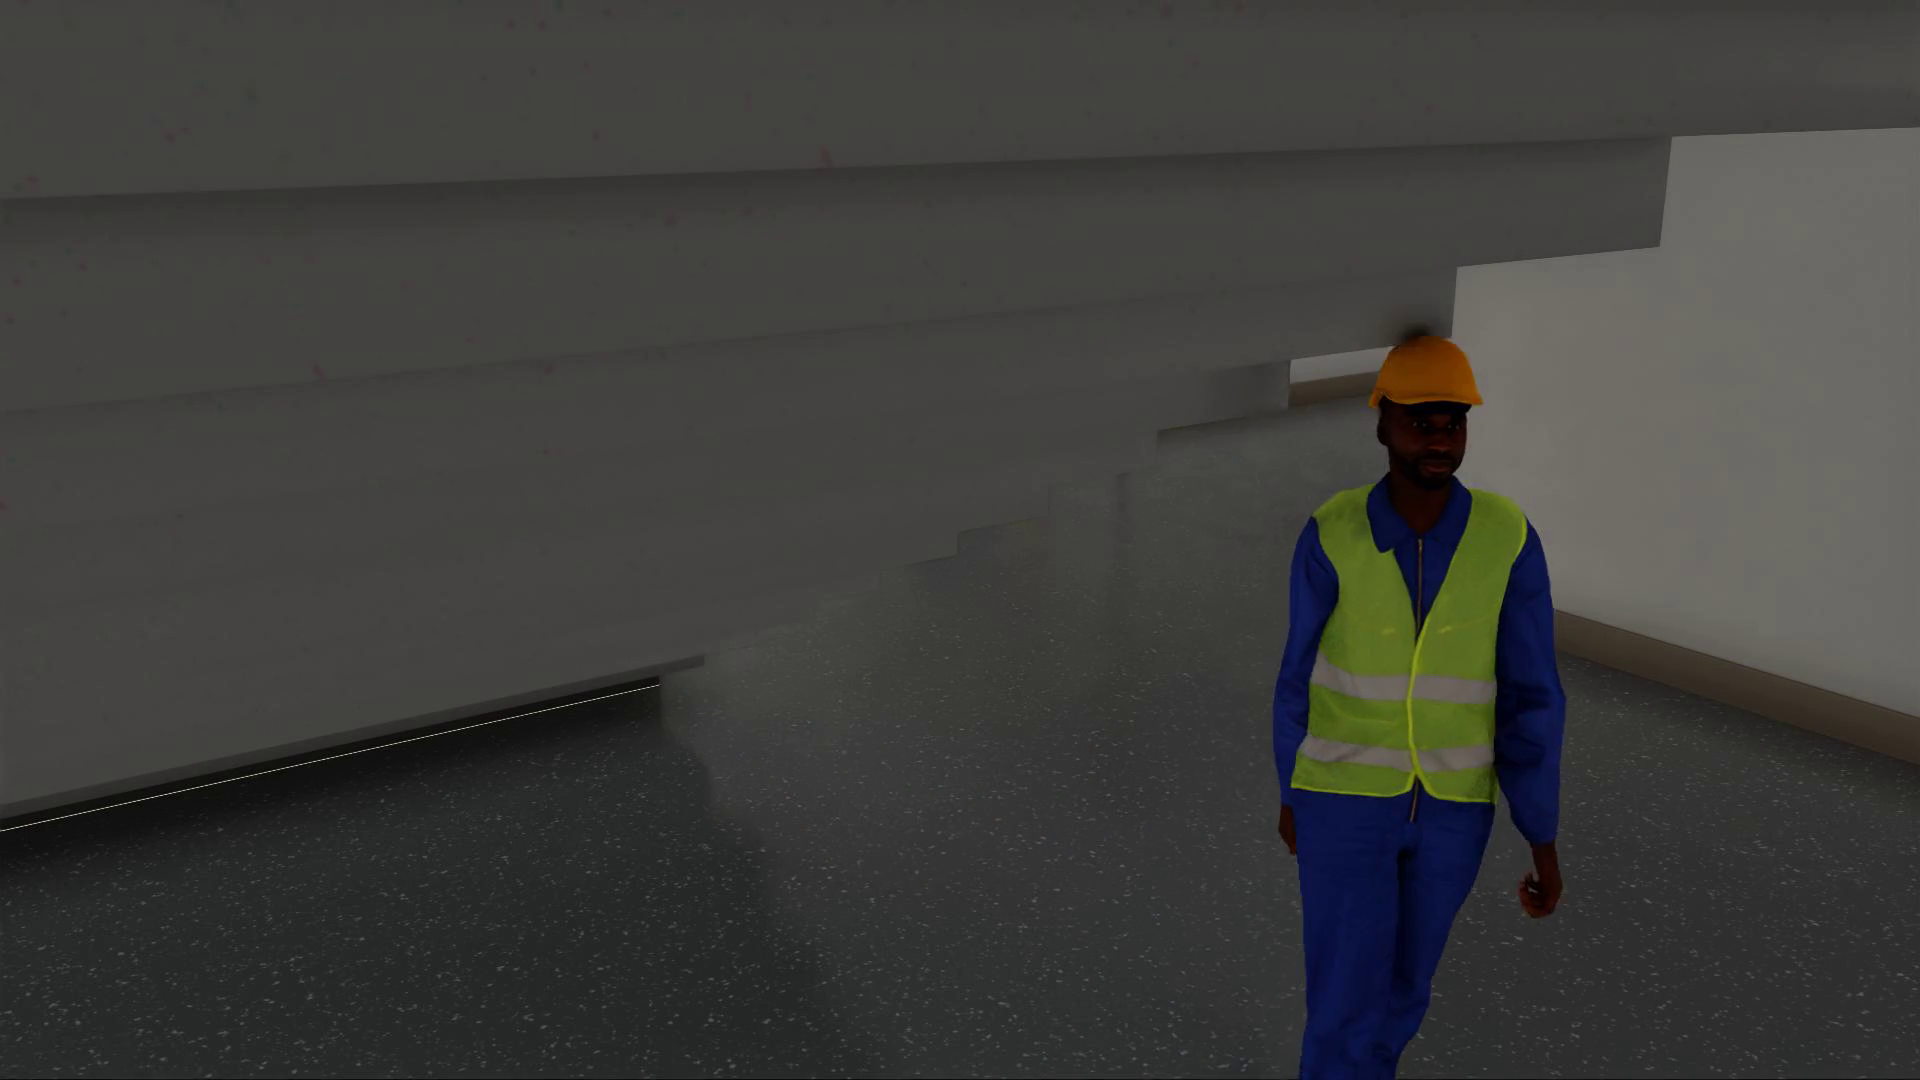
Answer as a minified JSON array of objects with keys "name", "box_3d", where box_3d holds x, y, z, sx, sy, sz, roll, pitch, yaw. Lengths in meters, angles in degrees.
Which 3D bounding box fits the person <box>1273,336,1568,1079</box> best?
[{"name":"person","box_3d":[0.864,0.488,3.331,0.888,1.797,0.971,0,16,-1]}]
